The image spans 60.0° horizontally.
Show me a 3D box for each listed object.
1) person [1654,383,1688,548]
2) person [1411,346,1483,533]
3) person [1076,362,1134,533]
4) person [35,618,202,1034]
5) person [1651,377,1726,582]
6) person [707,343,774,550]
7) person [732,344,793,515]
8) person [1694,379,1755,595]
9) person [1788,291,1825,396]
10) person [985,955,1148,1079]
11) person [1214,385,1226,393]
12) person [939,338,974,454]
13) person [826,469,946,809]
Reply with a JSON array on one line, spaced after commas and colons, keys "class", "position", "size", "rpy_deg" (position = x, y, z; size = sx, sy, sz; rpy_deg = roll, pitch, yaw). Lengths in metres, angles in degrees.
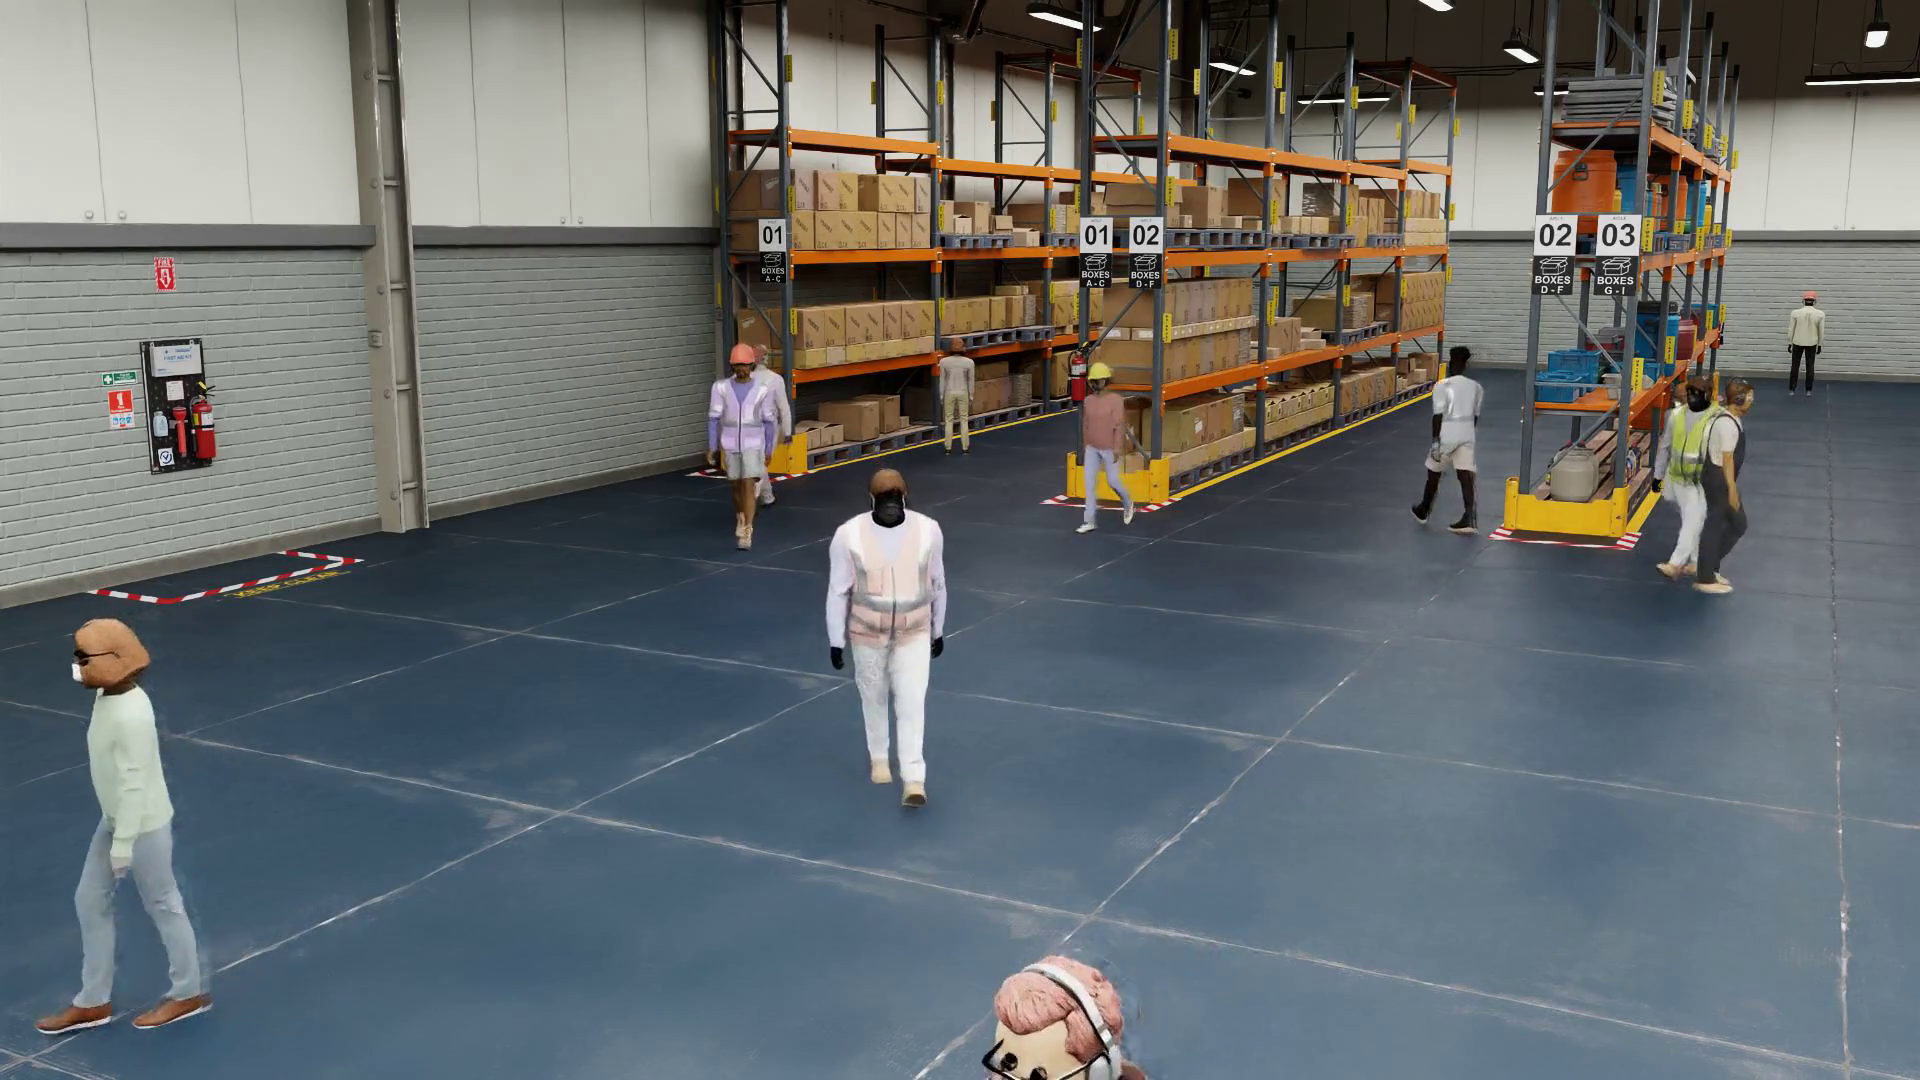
[{"class": "person", "position": [7.128, -0.743, 16.294], "size": [0.517, 1.609, 0.542], "rpy_deg": [-6, 12, -31]}, {"class": "person", "position": [5.082, -1.049, 17.196], "size": [0.632, 1.894, 1.031], "rpy_deg": [-4, 11, -19]}, {"class": "person", "position": [1.496, -0.962, 17.119], "size": [0.524, 1.744, 0.723], "rpy_deg": [8, 13, 37]}, {"class": "person", "position": [-3.231, 1.099, 6.239], "size": [0.669, 1.608, 0.523], "rpy_deg": [-9, 13, -39]}, {"class": "person", "position": [6.424, -0.538, 14.688], "size": [0.965, 1.791, 0.656], "rpy_deg": [-6, 12, -31]}, {"class": "person", "position": [-2.145, -0.945, 16.403], "size": [0.629, 2.001, 1.062], "rpy_deg": [0, 10, 0]}, {"class": "person", "position": [-2.193, -1.212, 18.235], "size": [0.653, 1.868, 1.006], "rpy_deg": [4, 11, 22]}, {"class": "person", "position": [6.472, -0.437, 14.061], "size": [0.405, 1.827, 0.553], "rpy_deg": [6, 12, 30]}, {"class": "person", "position": [16.064, -3.735, 31.602], "size": [0.611, 1.988, 0.402], "rpy_deg": [4, 11, 22]}, {"class": "person", "position": [0.181, 1.604, 2.851], "size": [1.033, 1.841, 0.660], "rpy_deg": [-10, 14, -42]}, {"class": "person", "position": [3.848, -2.538, 25.355], "size": [0.575, 1.885, 0.355], "rpy_deg": [5, 12, 27]}, {"class": "person", "position": [-0.045, -1.995, 23.107], "size": [0.493, 1.624, 0.280], "rpy_deg": [-1, 10, -4]}, {"class": "person", "position": [-0.386, 0.519, 8.927], "size": [0.658, 1.788, 0.964], "rpy_deg": [-1, 10, -7]}]
